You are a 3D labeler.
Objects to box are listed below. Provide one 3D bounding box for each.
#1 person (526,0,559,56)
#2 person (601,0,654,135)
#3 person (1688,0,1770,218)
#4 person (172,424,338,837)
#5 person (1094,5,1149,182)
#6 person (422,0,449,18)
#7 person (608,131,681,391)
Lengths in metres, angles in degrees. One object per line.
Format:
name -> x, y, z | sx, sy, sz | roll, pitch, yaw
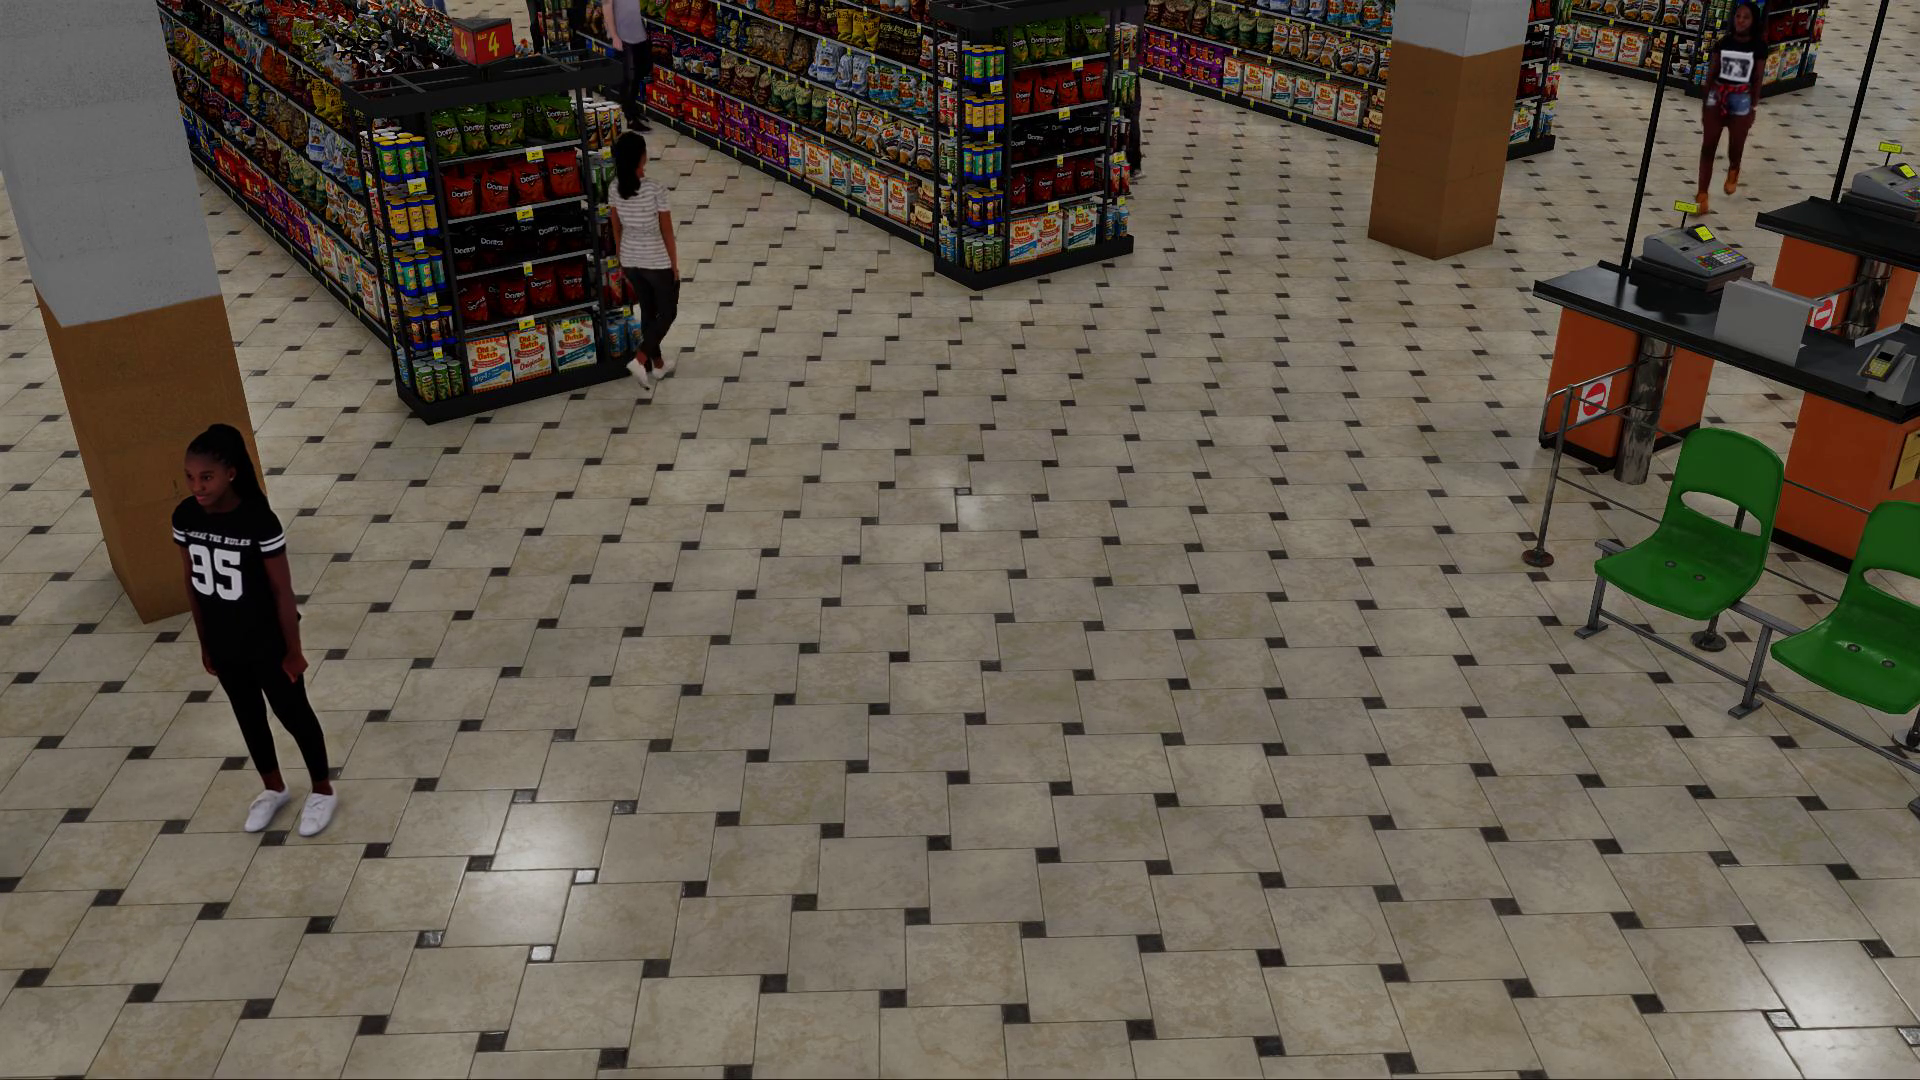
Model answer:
person -> -4.646, -6.179, 18.364 | 0.741, 1.811, 0.775 | 2, 29, 3
person -> -3.247, -4.846, 15.902 | 0.912, 1.831, 0.871 | 9, 30, 17
person -> 6.308, -3.516, 13.591 | 0.961, 1.710, 0.829 | 22, 35, 34
person -> -2.745, 0.372, 6.452 | 0.685, 1.729, 0.752 | 6, 29, 11
person -> 1.330, -4.074, 14.520 | 0.969, 1.802, 1.241 | -7, 29, -13
person -> -6.318, -6.901, 19.851 | 0.969, 1.654, 0.935 | 15, 32, 26
person -> -1.972, -1.696, 10.348 | 0.928, 1.626, 0.920 | 10, 30, 18
